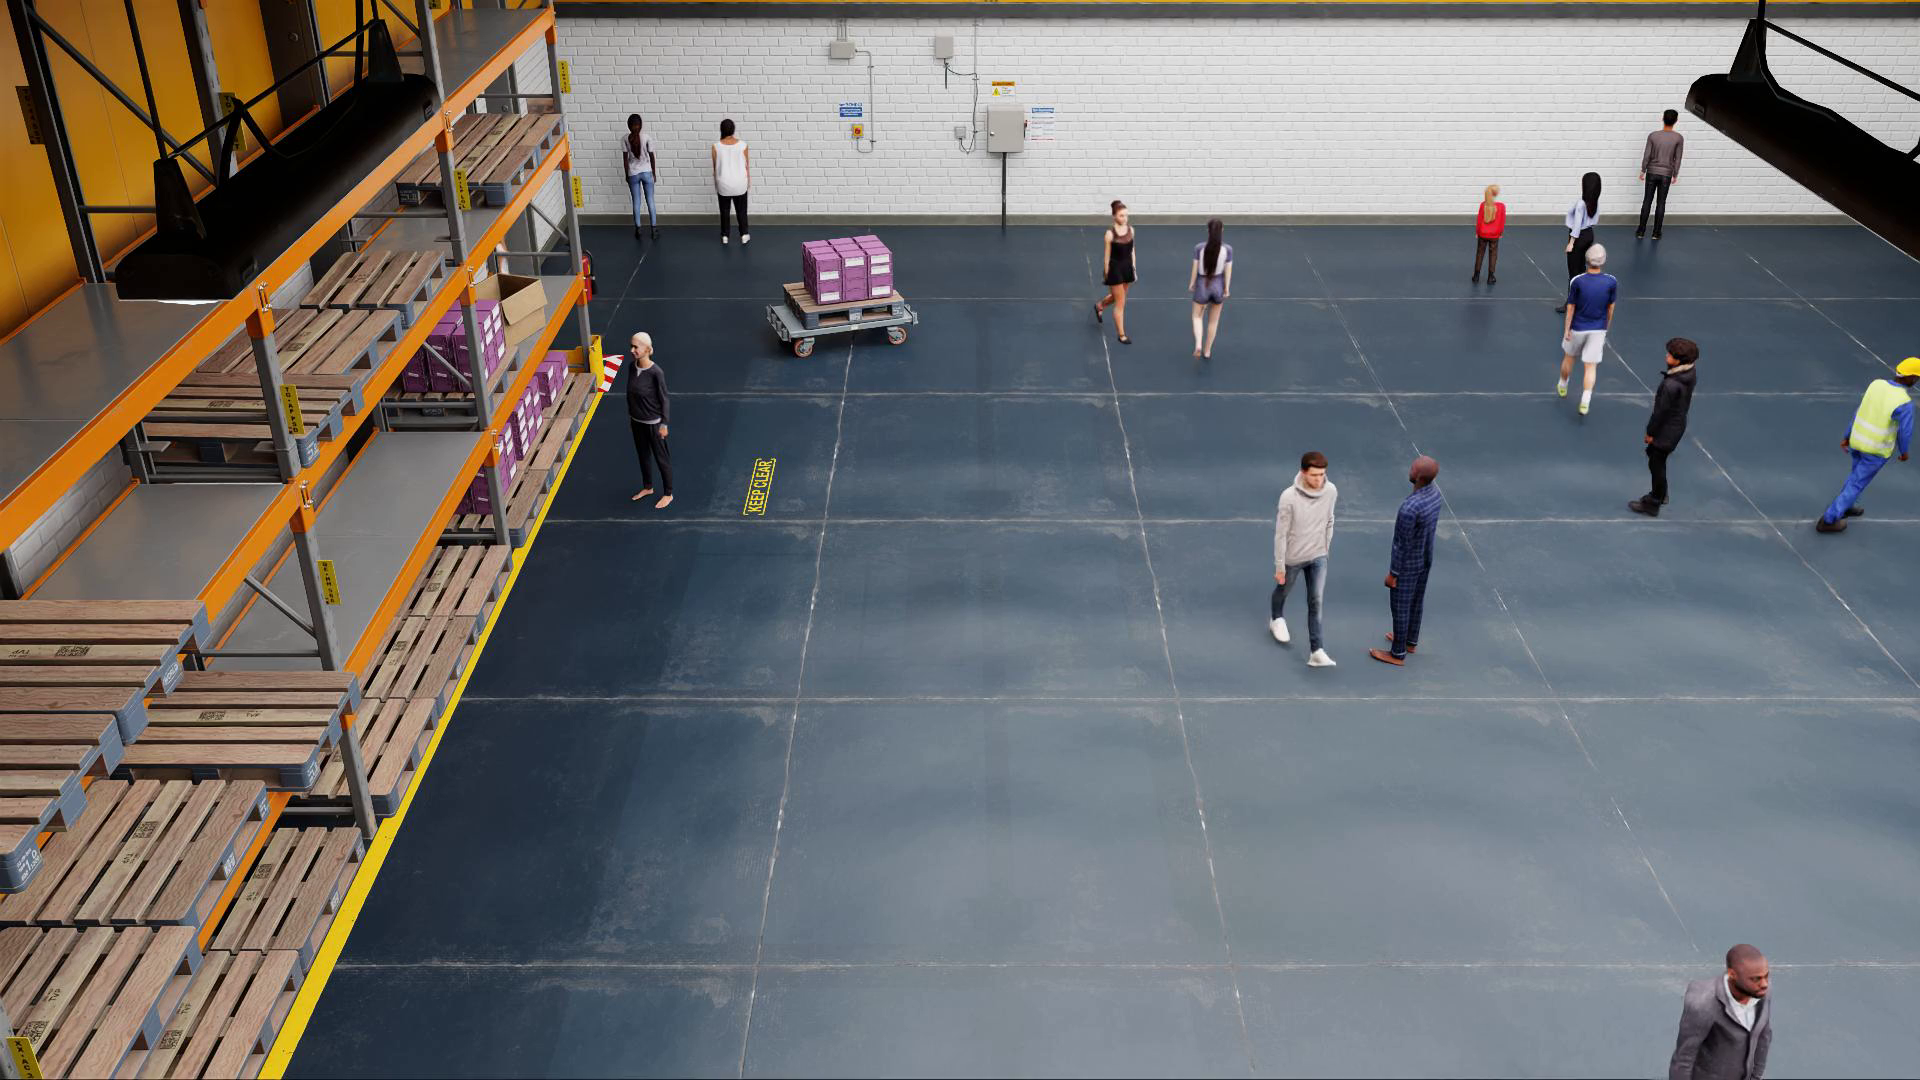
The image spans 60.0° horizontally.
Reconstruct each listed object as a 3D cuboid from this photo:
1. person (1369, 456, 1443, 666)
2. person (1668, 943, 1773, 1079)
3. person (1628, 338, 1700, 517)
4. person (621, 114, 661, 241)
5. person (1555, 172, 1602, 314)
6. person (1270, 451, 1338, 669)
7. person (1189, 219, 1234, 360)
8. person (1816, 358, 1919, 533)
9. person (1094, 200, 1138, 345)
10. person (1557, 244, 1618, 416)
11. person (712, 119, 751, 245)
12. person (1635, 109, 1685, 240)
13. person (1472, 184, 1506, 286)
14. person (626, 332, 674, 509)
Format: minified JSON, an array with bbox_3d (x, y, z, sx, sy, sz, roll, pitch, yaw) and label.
[{"bbox_3d":[3.606,0.148,13.266,0.825,1.820,0.750,22,36,34],"label":"person"},{"bbox_3d":[3.800,2.735,8.551,0.988,1.794,1.175,-12,31,-21],"label":"person"},{"bbox_3d":[6.658,-1.026,15.474,0.789,1.766,0.714,23,36,35],"label":"person"},{"bbox_3d":[-4.375,-4.984,22.779,0.609,1.720,0.565,-4,29,-7],"label":"person"},{"bbox_3d":[7.558,-3.619,20.253,0.715,1.743,0.767,-24,37,-36],"label":"person"},{"bbox_3d":[2.711,0.090,13.393,0.913,1.801,1.275,-7,29,-13],"label":"person"},{"bbox_3d":[2.834,-2.799,18.860,0.663,1.637,0.768,3,29,6],"label":"person"},{"bbox_3d":[8.203,-0.816,15.093,0.868,1.763,0.870,-10,30,-18],"label":"person"},{"bbox_3d":[1.820,-3.173,19.527,0.947,1.655,1.090,-19,34,-30],"label":"person"},{"bbox_3d":[6.654,-2.196,17.579,0.877,1.804,1.225,8,30,14],"label":"person"},{"bbox_3d":[-3.114,-4.890,22.640,0.658,1.687,0.614,-2,29,-4],"label":"person"},{"bbox_3d":[9.572,-5.006,22.773,0.713,1.764,0.670,8,30,14],"label":"person"},{"bbox_3d":[6.769,-3.915,21.279,0.566,1.280,0.589,11,31,20],"label":"person"},{"bbox_3d":[-2.951,-1.158,15.757,0.690,1.726,0.696,17,33,28],"label":"person"}]
